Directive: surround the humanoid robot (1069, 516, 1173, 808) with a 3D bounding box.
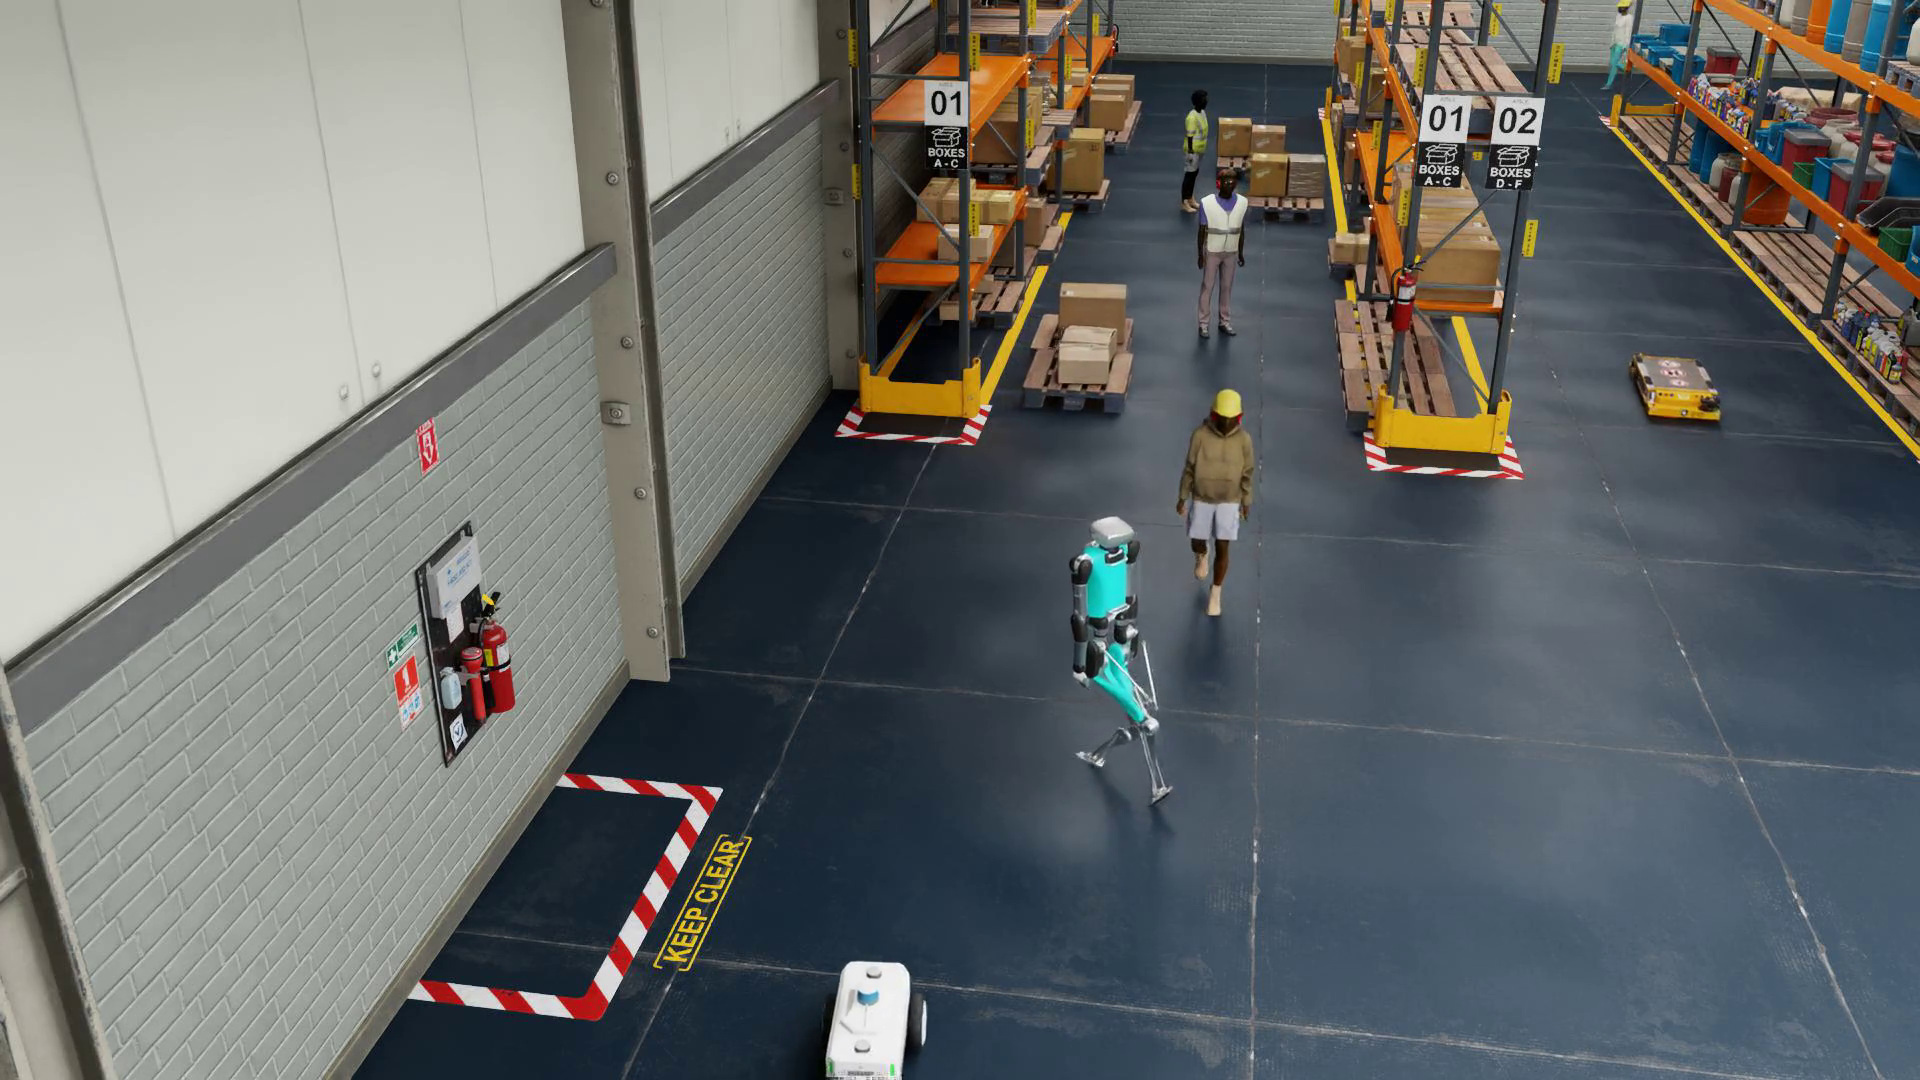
[{"bbox_3d":[1.083,0.776,9.989,0.531,1.776,0.974,-21,32,-38],"label":"humanoid robot"}]

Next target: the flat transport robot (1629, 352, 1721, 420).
[{"bbox_3d":[7.150,-1.546,16.667,0.659,0.231,1.431,6,26,12],"label":"flat transport robot"}]

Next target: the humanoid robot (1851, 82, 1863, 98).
[{"bbox_3d":[16.931,-9.027,30.934,0.900,1.742,0.537,-5,25,-10],"label":"humanoid robot"}]

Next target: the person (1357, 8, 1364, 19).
[{"bbox_3d":[7.764,-9.607,32.058,0.457,1.844,0.499,13,28,25],"label":"person"}]

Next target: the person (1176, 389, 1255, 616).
[{"bbox_3d":[1.887,-0.331,12.312,0.568,1.747,0.555,4,25,9],"label":"person"}]

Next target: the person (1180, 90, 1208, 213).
[{"bbox_3d":[3.306,-5.469,23.373,0.318,1.695,0.539,12,27,23],"label":"person"}]

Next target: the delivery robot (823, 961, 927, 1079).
[{"bbox_3d":[-0.432,2.362,7.965,0.499,0.595,0.791,1,25,3],"label":"delivery robot"}]

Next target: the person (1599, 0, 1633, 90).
[{"bbox_3d":[12.797,-9.582,32.128,0.653,1.744,0.528,-3,25,-7],"label":"person"}]

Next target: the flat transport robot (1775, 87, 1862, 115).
[{"bbox_3d":[14.223,-6.789,27.889,0.659,0.231,1.431,17,30,32],"label":"flat transport robot"}]

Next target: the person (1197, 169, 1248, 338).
[{"bbox_3d":[2.855,-3.147,18.228,0.563,1.847,0.391,-7,26,-16],"label":"person"}]
